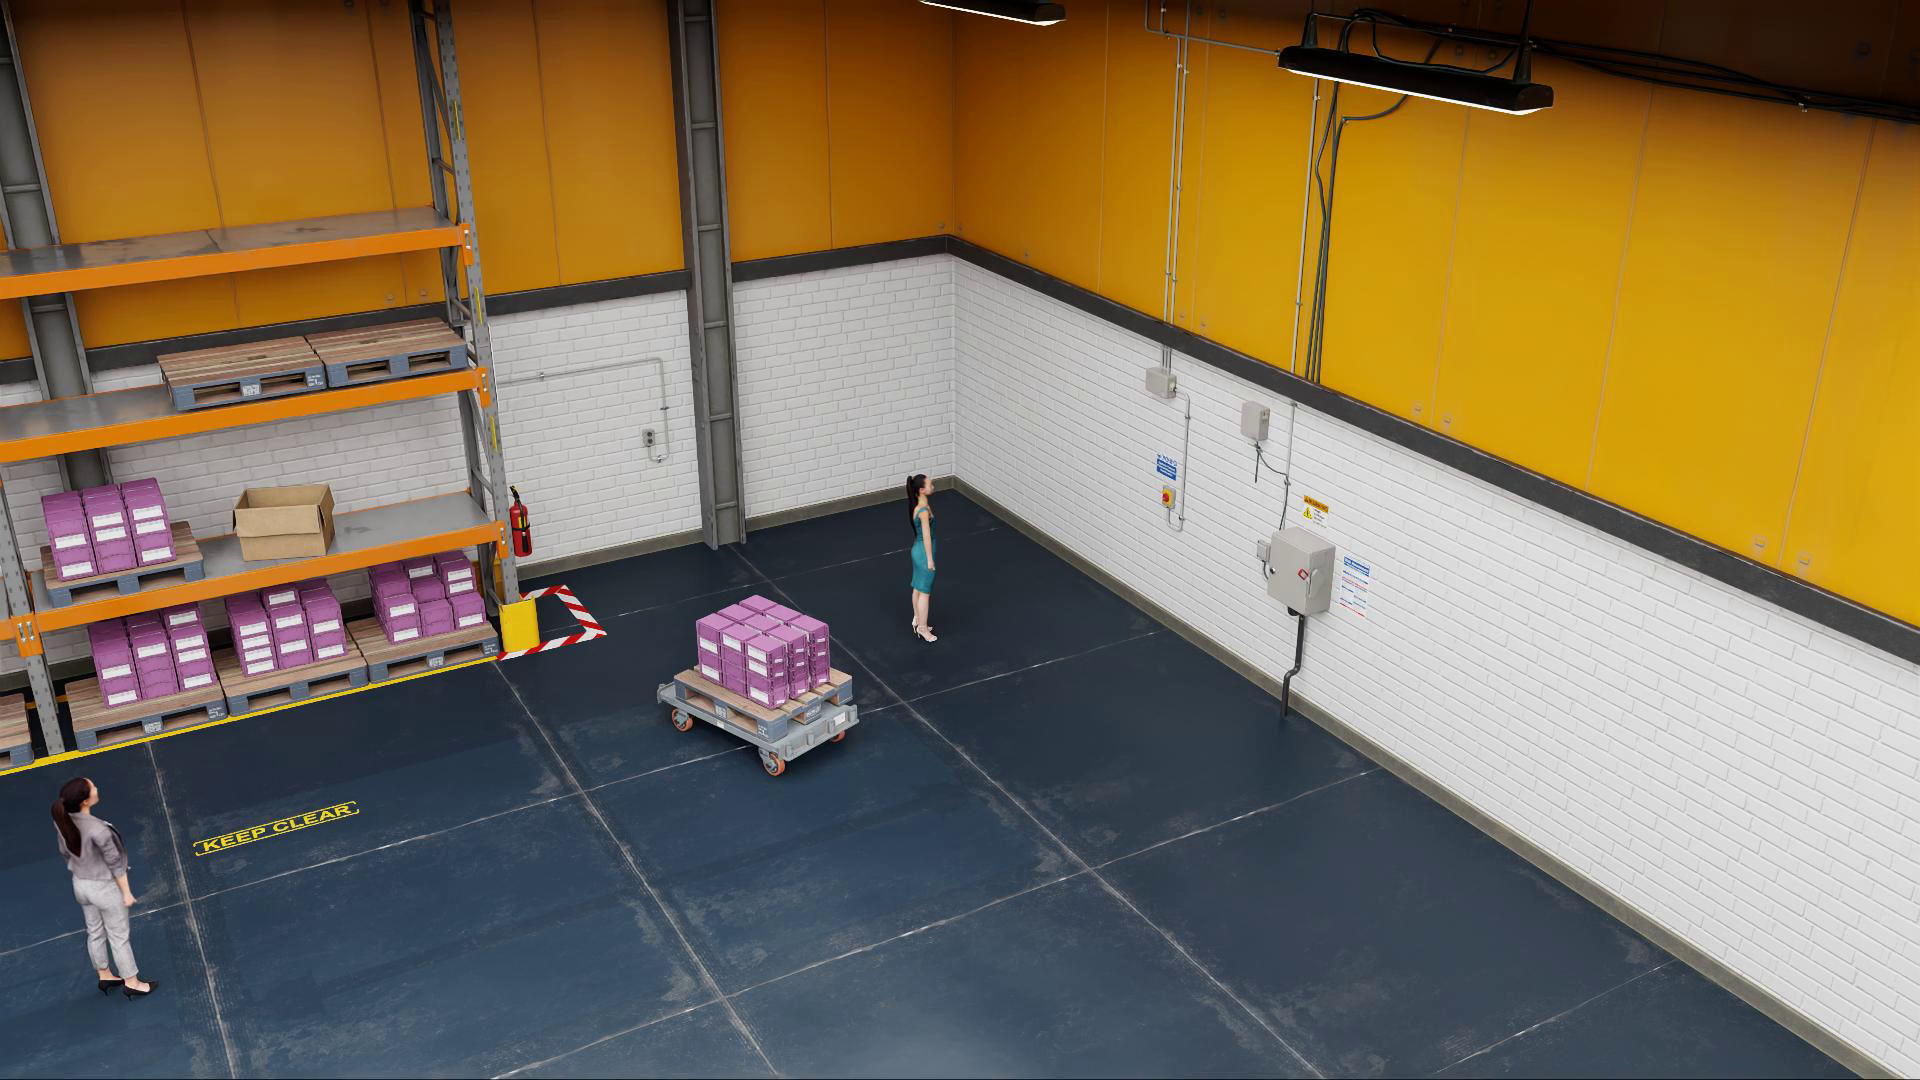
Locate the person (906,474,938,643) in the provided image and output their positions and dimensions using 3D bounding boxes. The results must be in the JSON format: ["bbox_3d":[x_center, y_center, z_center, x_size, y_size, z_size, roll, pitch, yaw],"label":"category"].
[{"bbox_3d":[-0.347,0.157,15.926,0.583,1.687,0.612,-5,24,-11],"label":"person"}]

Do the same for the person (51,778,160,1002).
[{"bbox_3d":[-5.695,2.312,11.006,0.729,1.678,0.775,9,25,19],"label":"person"}]
